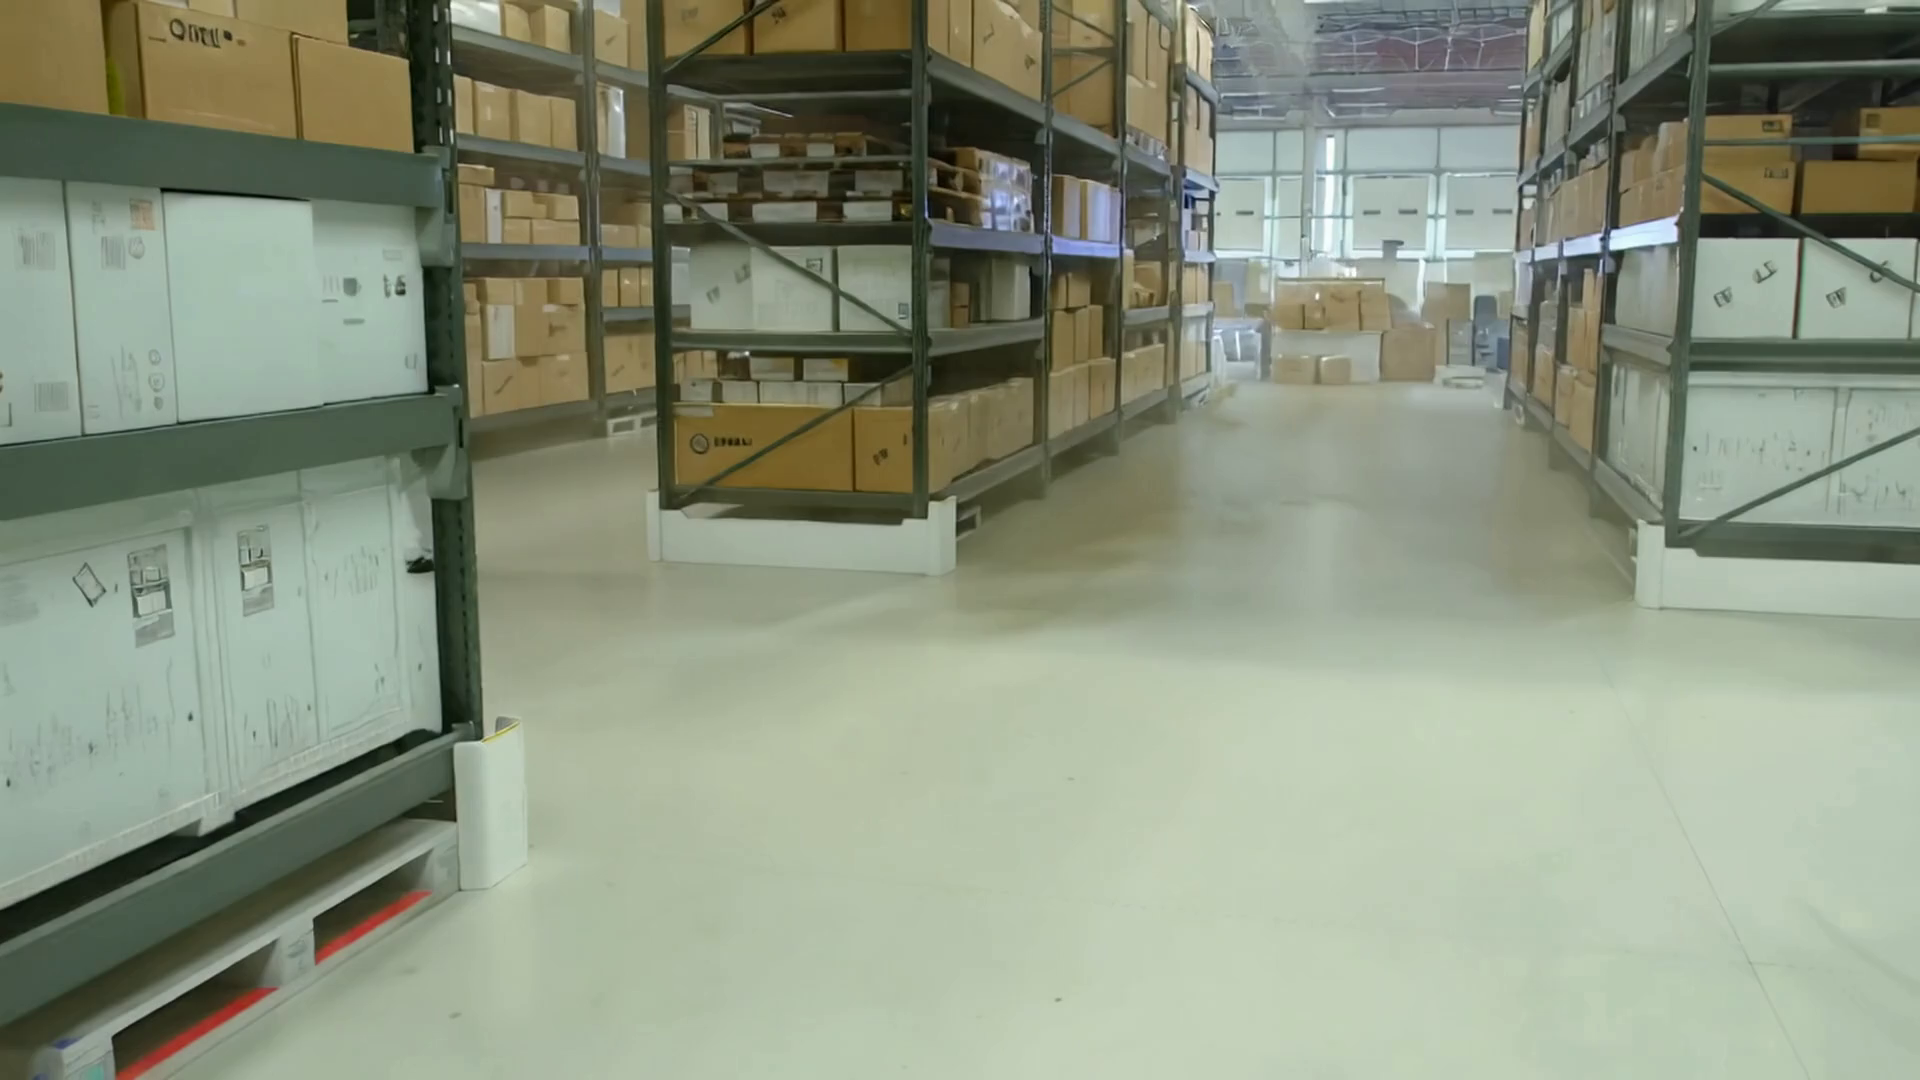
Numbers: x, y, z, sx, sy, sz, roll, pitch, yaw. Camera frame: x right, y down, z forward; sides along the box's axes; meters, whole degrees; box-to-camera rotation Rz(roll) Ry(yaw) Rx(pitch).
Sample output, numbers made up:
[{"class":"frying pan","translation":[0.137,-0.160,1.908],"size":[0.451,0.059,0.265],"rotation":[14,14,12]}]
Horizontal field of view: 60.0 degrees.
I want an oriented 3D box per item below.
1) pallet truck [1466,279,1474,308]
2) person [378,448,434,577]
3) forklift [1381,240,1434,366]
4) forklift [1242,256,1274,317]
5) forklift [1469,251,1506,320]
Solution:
[{"class":"pallet truck","translation":[18.896,-8.459,60.307],"size":[1.885,1.965,0.823],"rotation":[5,10,31]},{"class":"person","translation":[-3.814,-0.704,11.357],"size":[0.403,1.900,0.648],"rotation":[-8,12,-41]},{"class":"forklift","translation":[9.181,-5.008,35.587],"size":[1.873,2.768,1.129],"rotation":[2,9,14]},{"class":"forklift","translation":[10.671,-8.733,59.254],"size":[1.129,2.768,1.873],"rotation":[2,9,15]},{"class":"forklift","translation":[15.886,-7.282,50.034],"size":[1.129,2.768,1.873],"rotation":[-2,9,-13]}]
